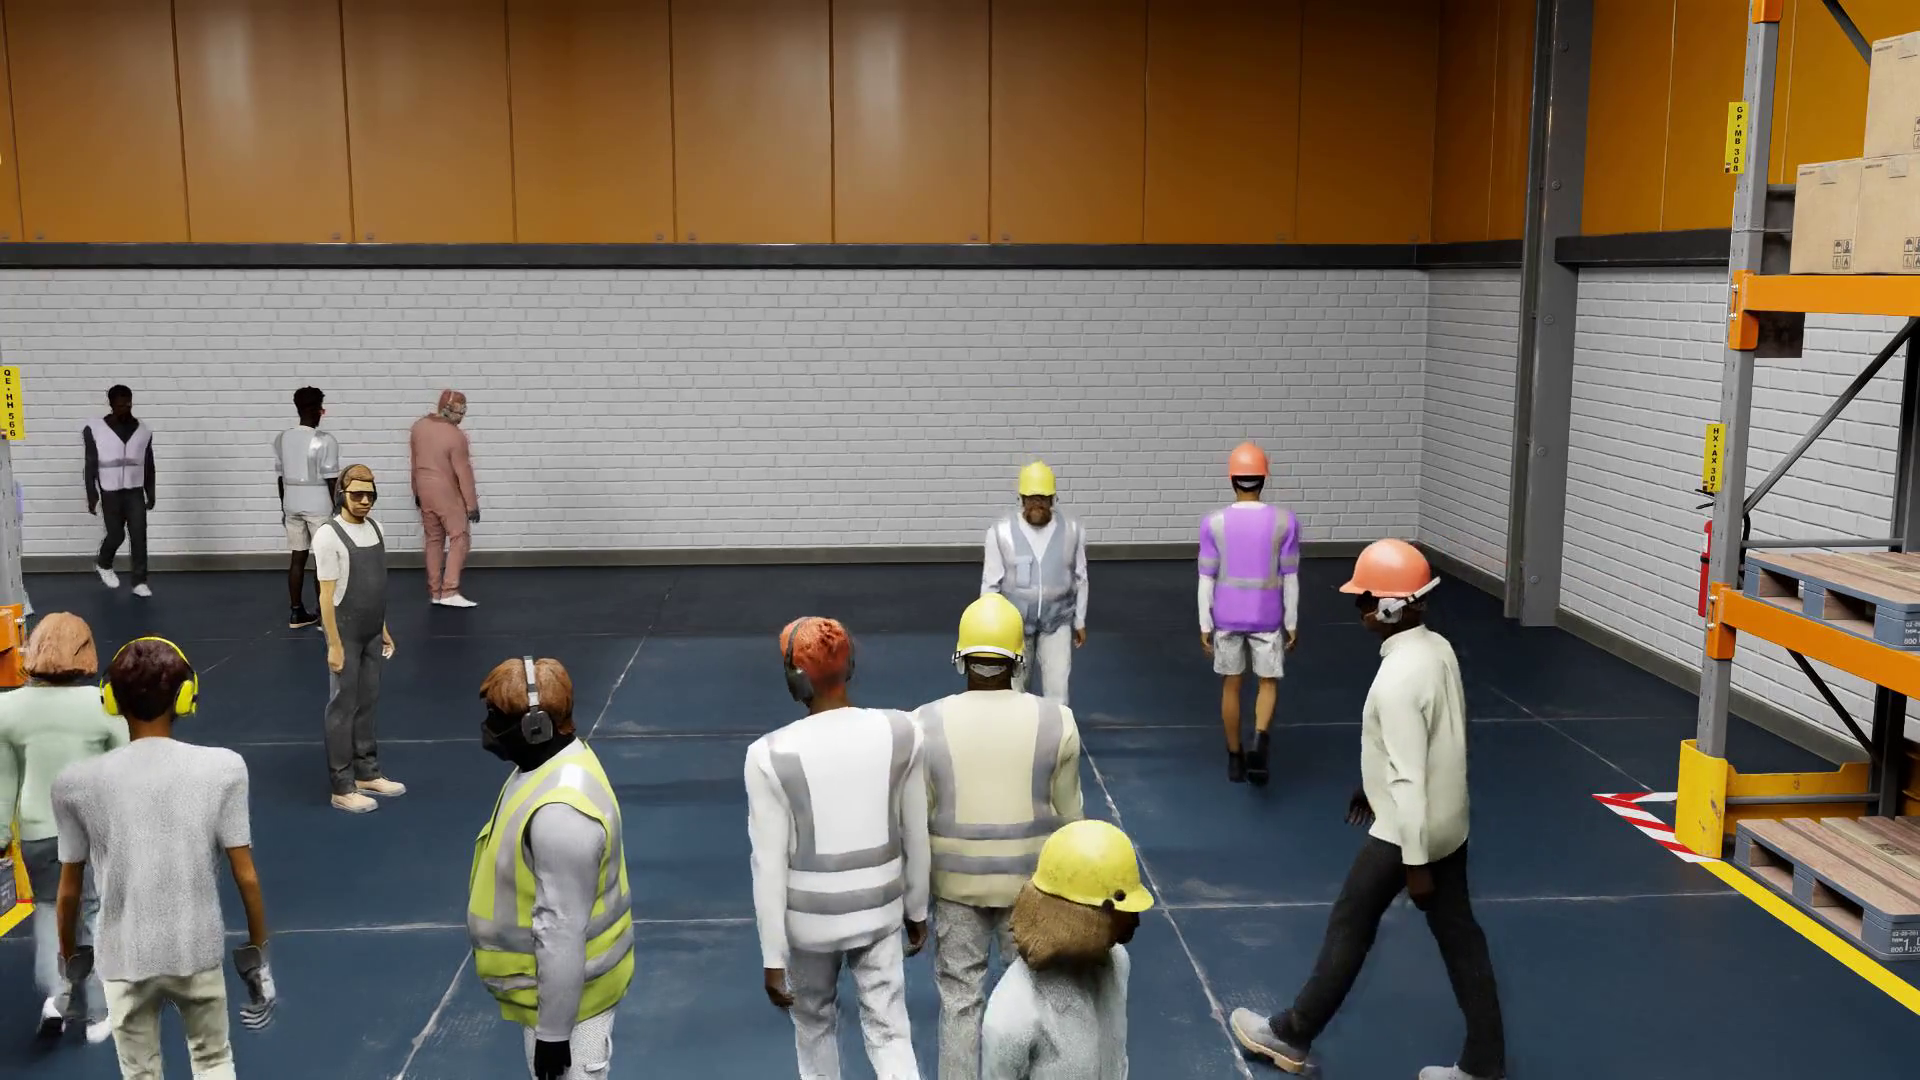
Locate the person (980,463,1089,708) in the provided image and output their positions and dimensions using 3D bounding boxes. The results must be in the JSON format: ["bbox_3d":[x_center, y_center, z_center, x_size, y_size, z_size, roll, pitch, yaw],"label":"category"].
[{"bbox_3d":[0.424,0.461,9.361,0.624,1.783,0.911,0,9,-2],"label":"person"}]

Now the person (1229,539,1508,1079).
[{"bbox_3d":[1.460,0.958,5.749,1.021,1.940,0.630,6,11,35],"label":"person"}]

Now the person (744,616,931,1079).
[{"bbox_3d":[-0.331,1.139,4.893,0.580,1.852,0.878,-3,10,-20],"label":"person"}]

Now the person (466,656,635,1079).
[{"bbox_3d":[-1.107,1.212,4.518,0.431,1.836,0.619,-3,10,-19],"label":"person"}]

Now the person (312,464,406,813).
[{"bbox_3d":[-3.209,0.511,8.875,0.351,1.842,0.507,3,9,16],"label":"person"}]

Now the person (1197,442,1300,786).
[{"bbox_3d":[1.575,0.427,9.136,0.558,1.925,0.629,2,9,11],"label":"person"}]

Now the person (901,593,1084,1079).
[{"bbox_3d":[0.100,1.078,5.337,0.589,1.834,0.403,0,9,-2],"label":"person"}]

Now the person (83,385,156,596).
[{"bbox_3d":[-7.433,-0.440,14.695,0.604,1.889,0.623,8,12,42],"label":"person"}]

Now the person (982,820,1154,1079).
[{"bbox_3d":[0.110,1.406,3.684,0.749,1.712,0.489,6,11,32],"label":"person"}]

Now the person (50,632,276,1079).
[{"bbox_3d":[-2.211,1.187,4.616,0.551,1.849,0.443,-4,10,-26],"label":"person"}]

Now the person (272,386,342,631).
[{"bbox_3d":[-5.194,-0.253,13.317,0.608,1.958,0.374,3,10,21],"label":"person"}]

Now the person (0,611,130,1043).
[{"bbox_3d":[-3.255,1.062,6.104,0.518,1.617,0.366,-2,9,-14],"label":"person"}]

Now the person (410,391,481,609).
[{"bbox_3d":[-4.392,-0.341,14.188,0.723,1.868,0.430,5,10,30],"label":"person"}]

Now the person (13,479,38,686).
[{"bbox_3d":[-6.097,0.225,10.486,0.910,1.899,0.556,7,12,39],"label":"person"}]
